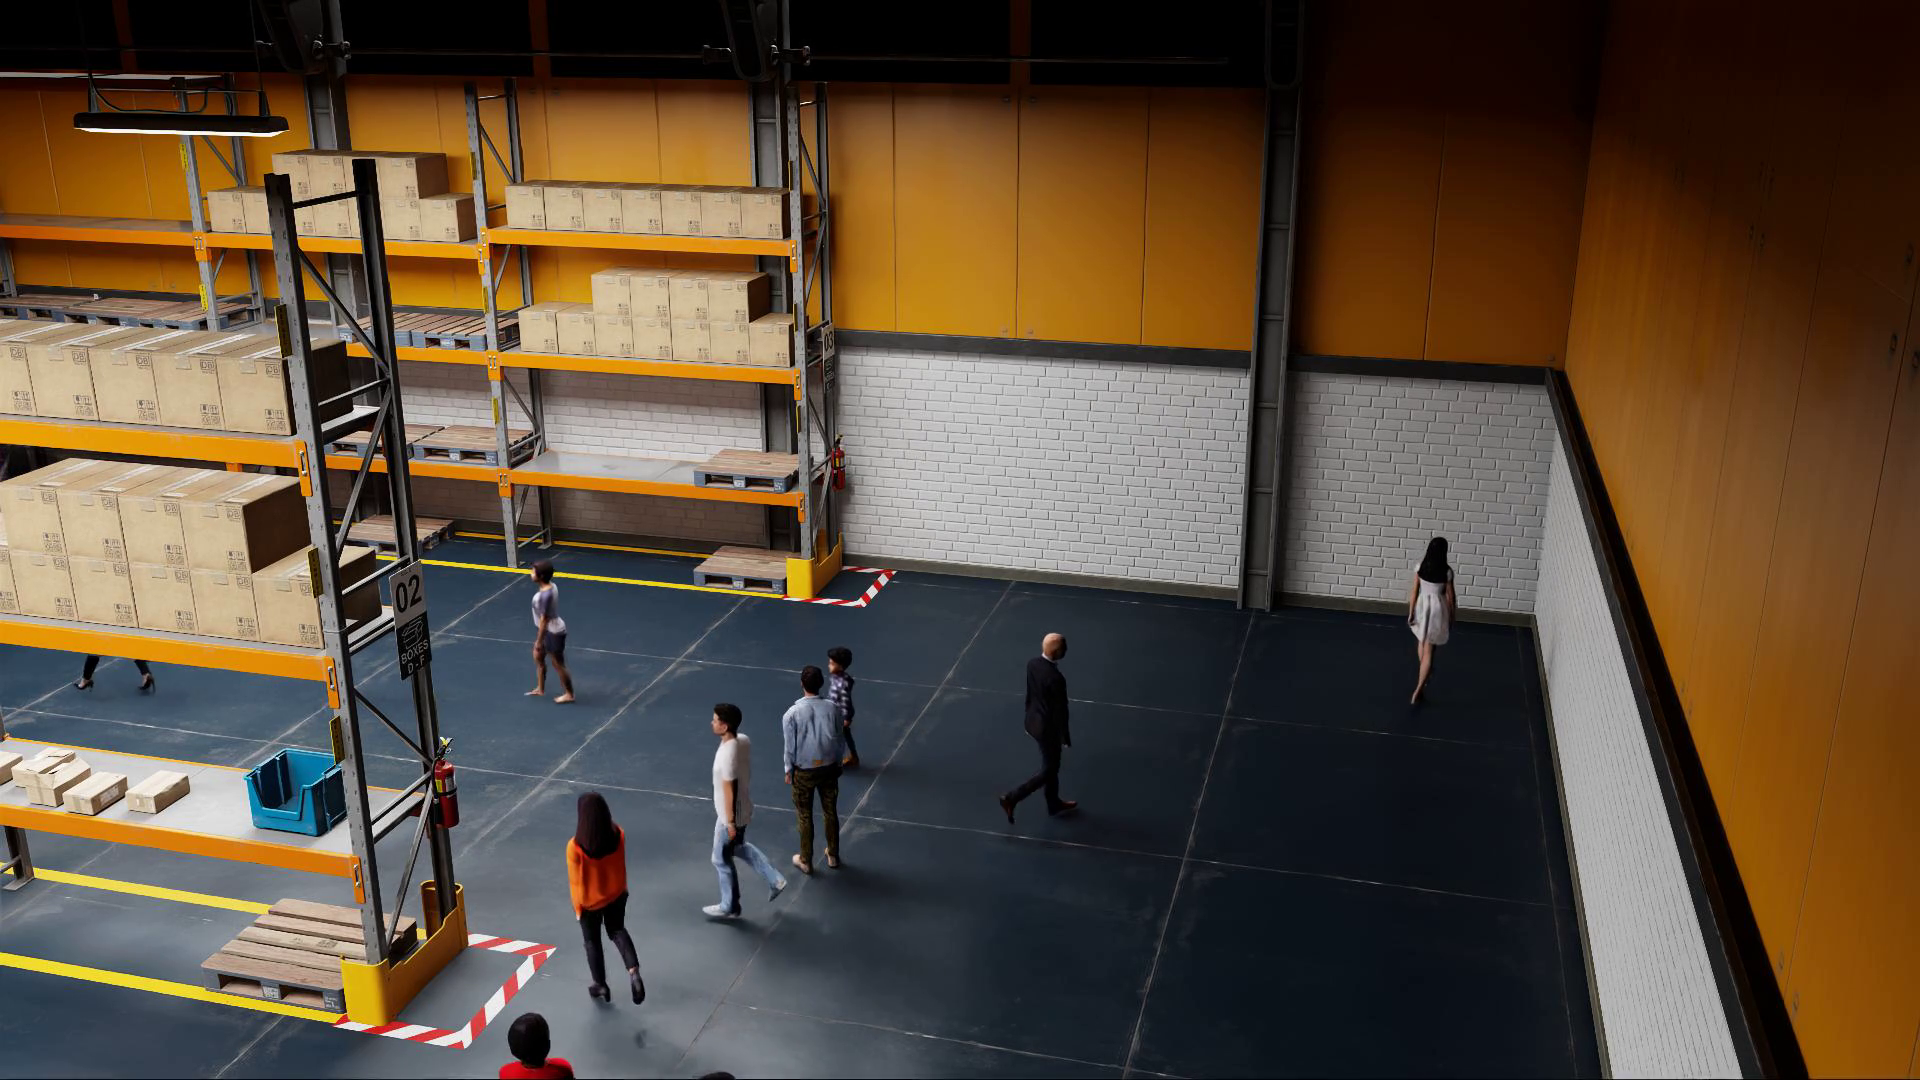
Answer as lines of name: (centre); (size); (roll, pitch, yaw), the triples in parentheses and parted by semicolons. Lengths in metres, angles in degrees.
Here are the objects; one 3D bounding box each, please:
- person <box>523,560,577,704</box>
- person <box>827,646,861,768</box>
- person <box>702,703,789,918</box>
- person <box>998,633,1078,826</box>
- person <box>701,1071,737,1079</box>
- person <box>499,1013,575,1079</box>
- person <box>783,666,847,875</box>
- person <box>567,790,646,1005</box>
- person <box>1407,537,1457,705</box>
person: (-4.134, 0.937, 17.091); (0.879, 1.545, 0.768); (-4, 19, -10)
person: (-1.064, 1.593, 15.634); (0.825, 1.231, 0.730); (-7, 20, -20)
person: (-1.696, 2.136, 13.061); (0.906, 1.844, 0.701); (3, 19, 10)
person: (0.685, 1.674, 14.544); (1.180, 1.775, 1.093); (-10, 21, -27)
person: (-1.242, 3.592, 8.936); (0.679, 1.719, 0.705); (0, 19, 1)
person: (-2.330, 3.463, 9.297); (0.682, 1.733, 0.768); (-2, 19, -7)
person: (-1.211, 1.896, 13.827); (0.735, 1.811, 0.822); (-8, 20, -23)
person: (-2.510, 2.598, 11.869); (0.895, 1.730, 1.014); (-16, 25, -40)
person: (4.791, 0.849, 17.028); (0.928, 1.753, 0.851); (11, 21, 29)
